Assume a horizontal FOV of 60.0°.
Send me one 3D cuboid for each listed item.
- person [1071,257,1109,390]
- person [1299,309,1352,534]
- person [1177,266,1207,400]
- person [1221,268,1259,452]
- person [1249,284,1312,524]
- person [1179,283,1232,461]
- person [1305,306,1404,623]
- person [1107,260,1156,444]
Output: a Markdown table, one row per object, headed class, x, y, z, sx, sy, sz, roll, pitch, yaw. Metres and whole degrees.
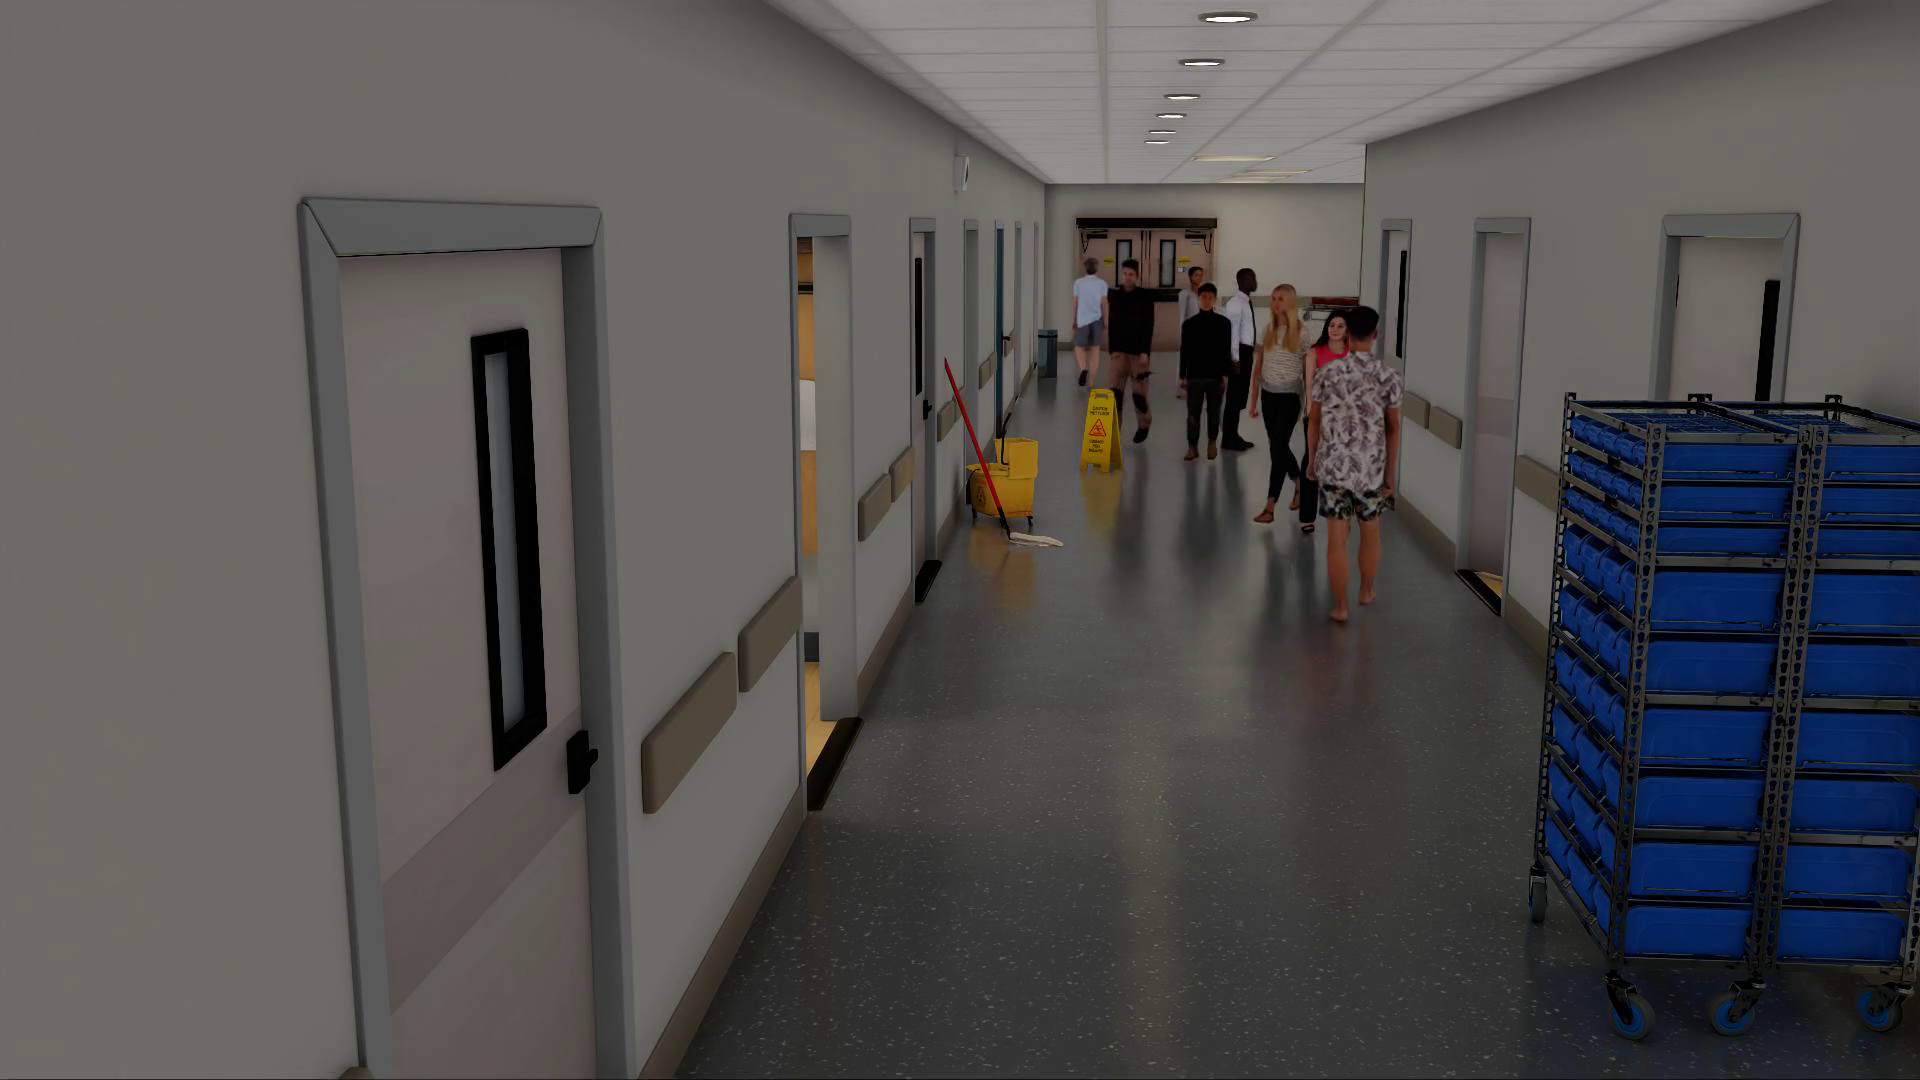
| class | x | y | z | sx | sy | sz | roll | pitch | yaw |
| --- | --- | --- | --- | --- | --- | --- | --- | --- | --- |
| person | 1.775 | -2.971 | 22.940 | 0.670 | 1.815 | 0.886 | 1 | 11 | 3 |
| person | 2.757 | -0.882 | 12.351 | 0.629 | 1.658 | 0.578 | -1 | 11 | -6 |
| person | 3.080 | -2.725 | 21.868 | 0.707 | 1.732 | 0.699 | -4 | 12 | -22 |
| person | 2.857 | -1.853 | 16.997 | 0.771 | 1.834 | 0.599 | 5 | 12 | 24 |
| person | 2.529 | -1.041 | 12.840 | 1.046 | 1.788 | 1.251 | 9 | 14 | 38 |
| person | 2.394 | -1.613 | 16.065 | 0.725 | 1.711 | 0.691 | 5 | 12 | 23 |
| person | 2.245 | -0.409 | 9.510 | 0.747 | 1.789 | 0.977 | 2 | 11 | 10 |
| person | 1.785 | -1.867 | 16.943 | 0.901 | 1.882 | 1.266 | 5 | 12 | 23 |
